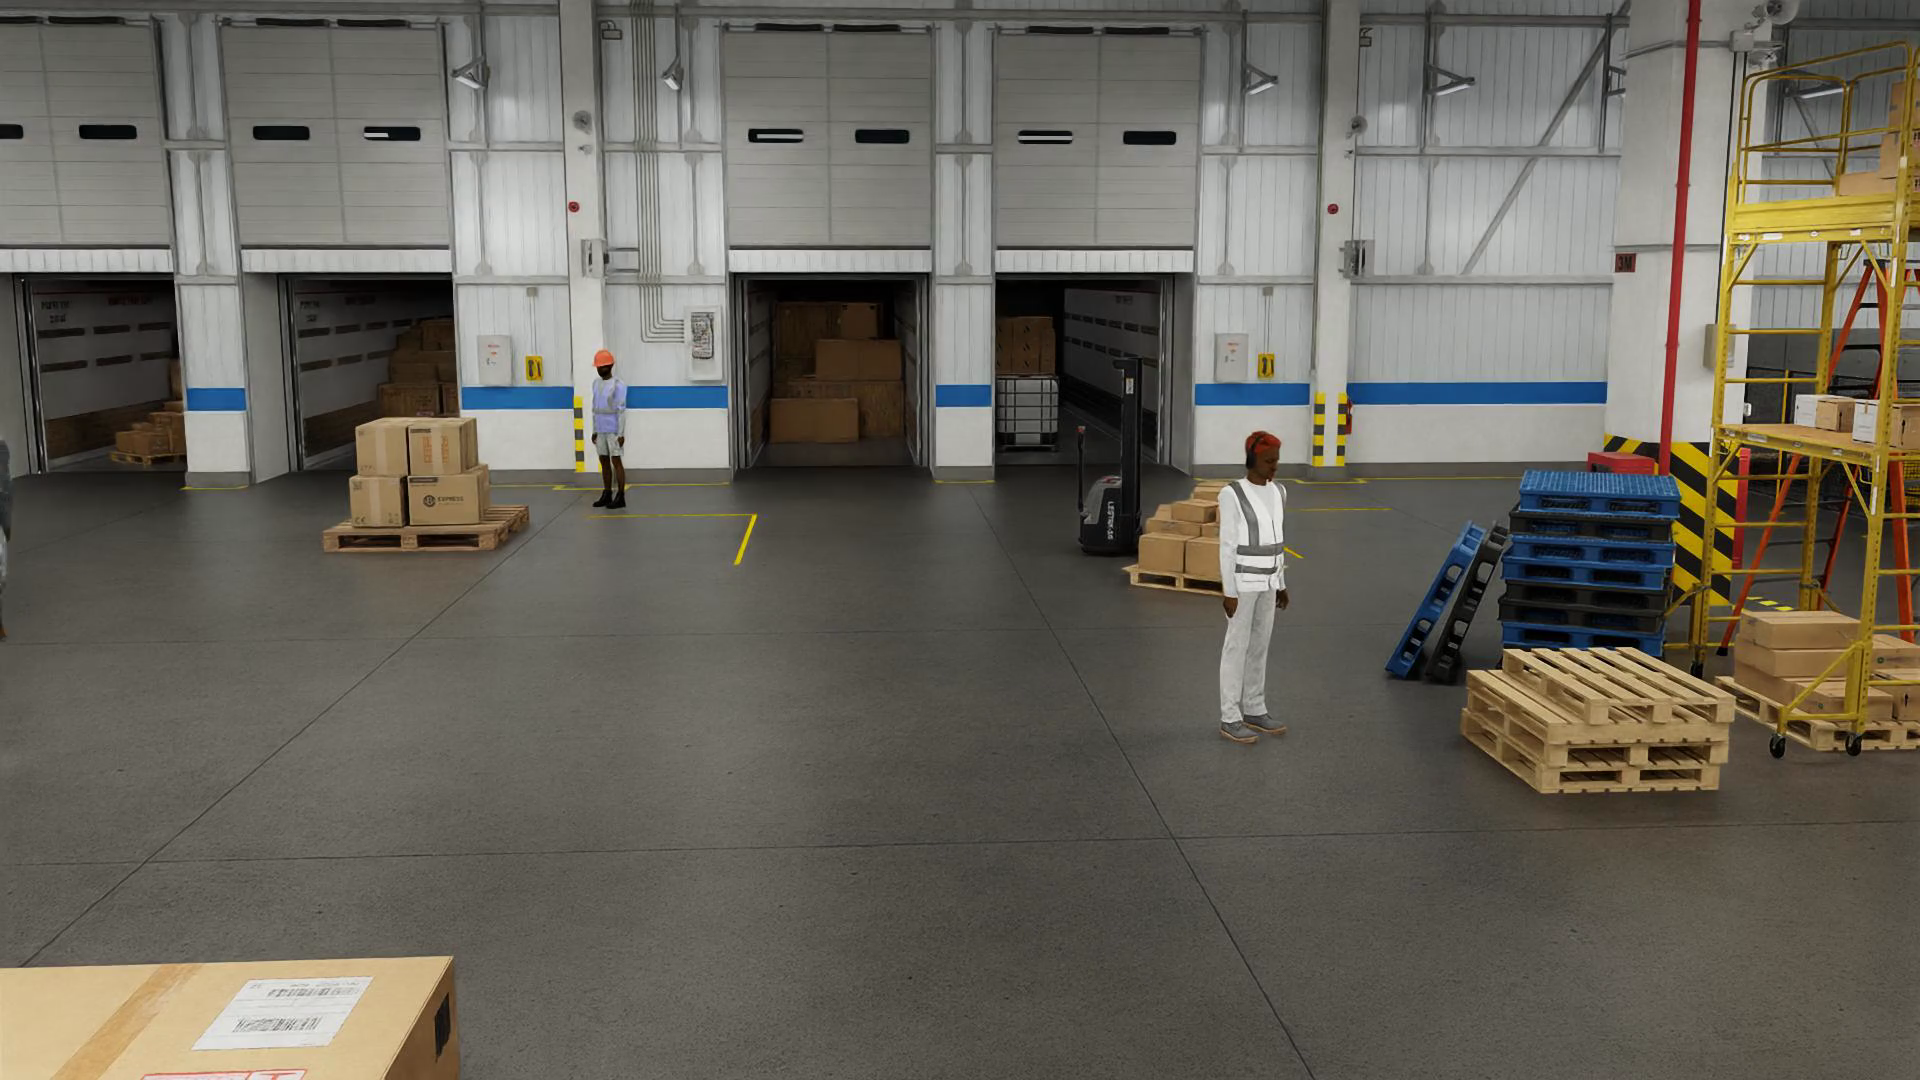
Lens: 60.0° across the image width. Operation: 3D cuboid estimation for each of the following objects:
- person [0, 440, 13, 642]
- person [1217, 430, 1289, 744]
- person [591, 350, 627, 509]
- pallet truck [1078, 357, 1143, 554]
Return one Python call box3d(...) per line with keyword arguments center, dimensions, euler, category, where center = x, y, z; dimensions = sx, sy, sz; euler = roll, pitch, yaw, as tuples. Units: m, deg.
box3d(center=(-7.407, -0.107, 12.428), dimensions=(0.644, 1.926, 0.431), euler=(-8, 12, -41), category="person")
box3d(center=(1.793, 0.277, 10.121), dimensions=(0.574, 1.887, 0.356), euler=(-9, 12, -43), category="person")
box3d(center=(-4.270, -1.339, 20.141), dimensions=(0.545, 1.929, 0.391), euler=(7, 11, 36), category="person")
box3d(center=(2.088, -0.836, 16.757), dimensions=(1.885, 1.965, 0.823), euler=(2, 9, 13), category="pallet truck")
